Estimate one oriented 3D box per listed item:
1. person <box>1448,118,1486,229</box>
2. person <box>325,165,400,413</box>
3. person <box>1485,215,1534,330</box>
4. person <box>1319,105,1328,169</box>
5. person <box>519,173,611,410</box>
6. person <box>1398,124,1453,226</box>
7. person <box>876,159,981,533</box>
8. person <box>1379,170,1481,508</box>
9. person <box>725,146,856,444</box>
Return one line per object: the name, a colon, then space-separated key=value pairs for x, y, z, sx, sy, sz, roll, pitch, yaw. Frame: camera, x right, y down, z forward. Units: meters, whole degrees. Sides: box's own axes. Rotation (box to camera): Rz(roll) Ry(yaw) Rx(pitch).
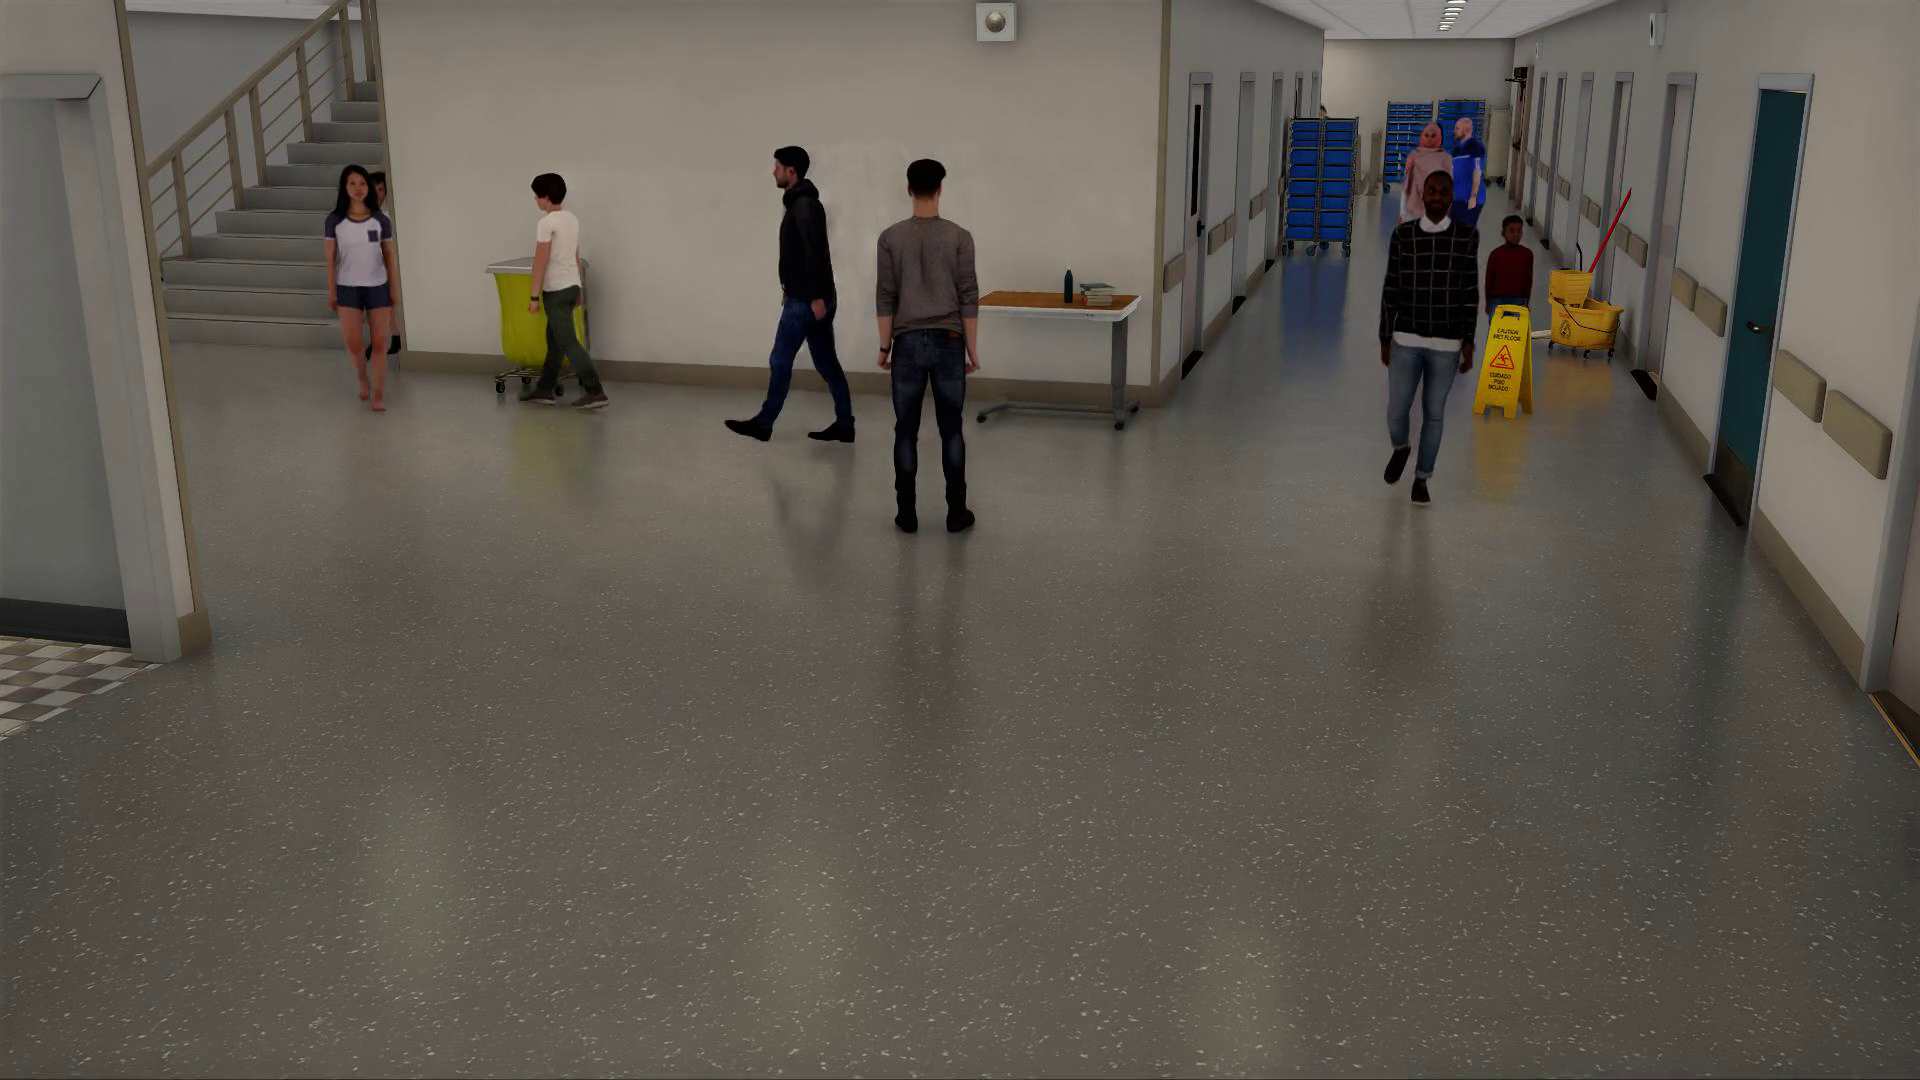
person: x=5.680 y=-3.781 z=18.584 sx=0.883 sy=1.823 sz=0.765 roll=-2 pitch=16 yaw=-6
person: x=-4.176 y=-1.757 z=11.633 sx=0.760 sy=1.699 sz=0.813 roll=-7 pitch=17 yaw=-23
person: x=4.249 y=-1.889 z=12.929 sx=0.539 sy=1.249 sz=0.696 roll=2 pitch=16 yaw=8
person: x=6.338 y=-6.844 z=29.707 sx=1.110 sy=1.683 sz=1.148 roll=-10 pitch=19 yaw=-32
person: x=-2.711 y=-1.689 z=11.527 sx=0.669 sy=1.625 sz=0.914 roll=5 pitch=16 yaw=17
person: x=4.772 y=-3.370 z=17.179 sx=0.660 sy=1.795 sz=0.678 roll=5 pitch=16 yaw=16
person: x=-0.164 y=-0.982 z=8.515 sx=0.734 sy=1.899 sz=0.666 roll=0 pitch=16 yaw=2
person: x=2.576 y=-1.115 z=9.153 sx=0.654 sy=1.809 sz=0.716 roll=4 pitch=16 yaw=14
person: x=-0.842 y=-1.497 z=10.425 sx=0.911 sy=1.854 sz=1.061 roll=0 pitch=16 yaw=0
